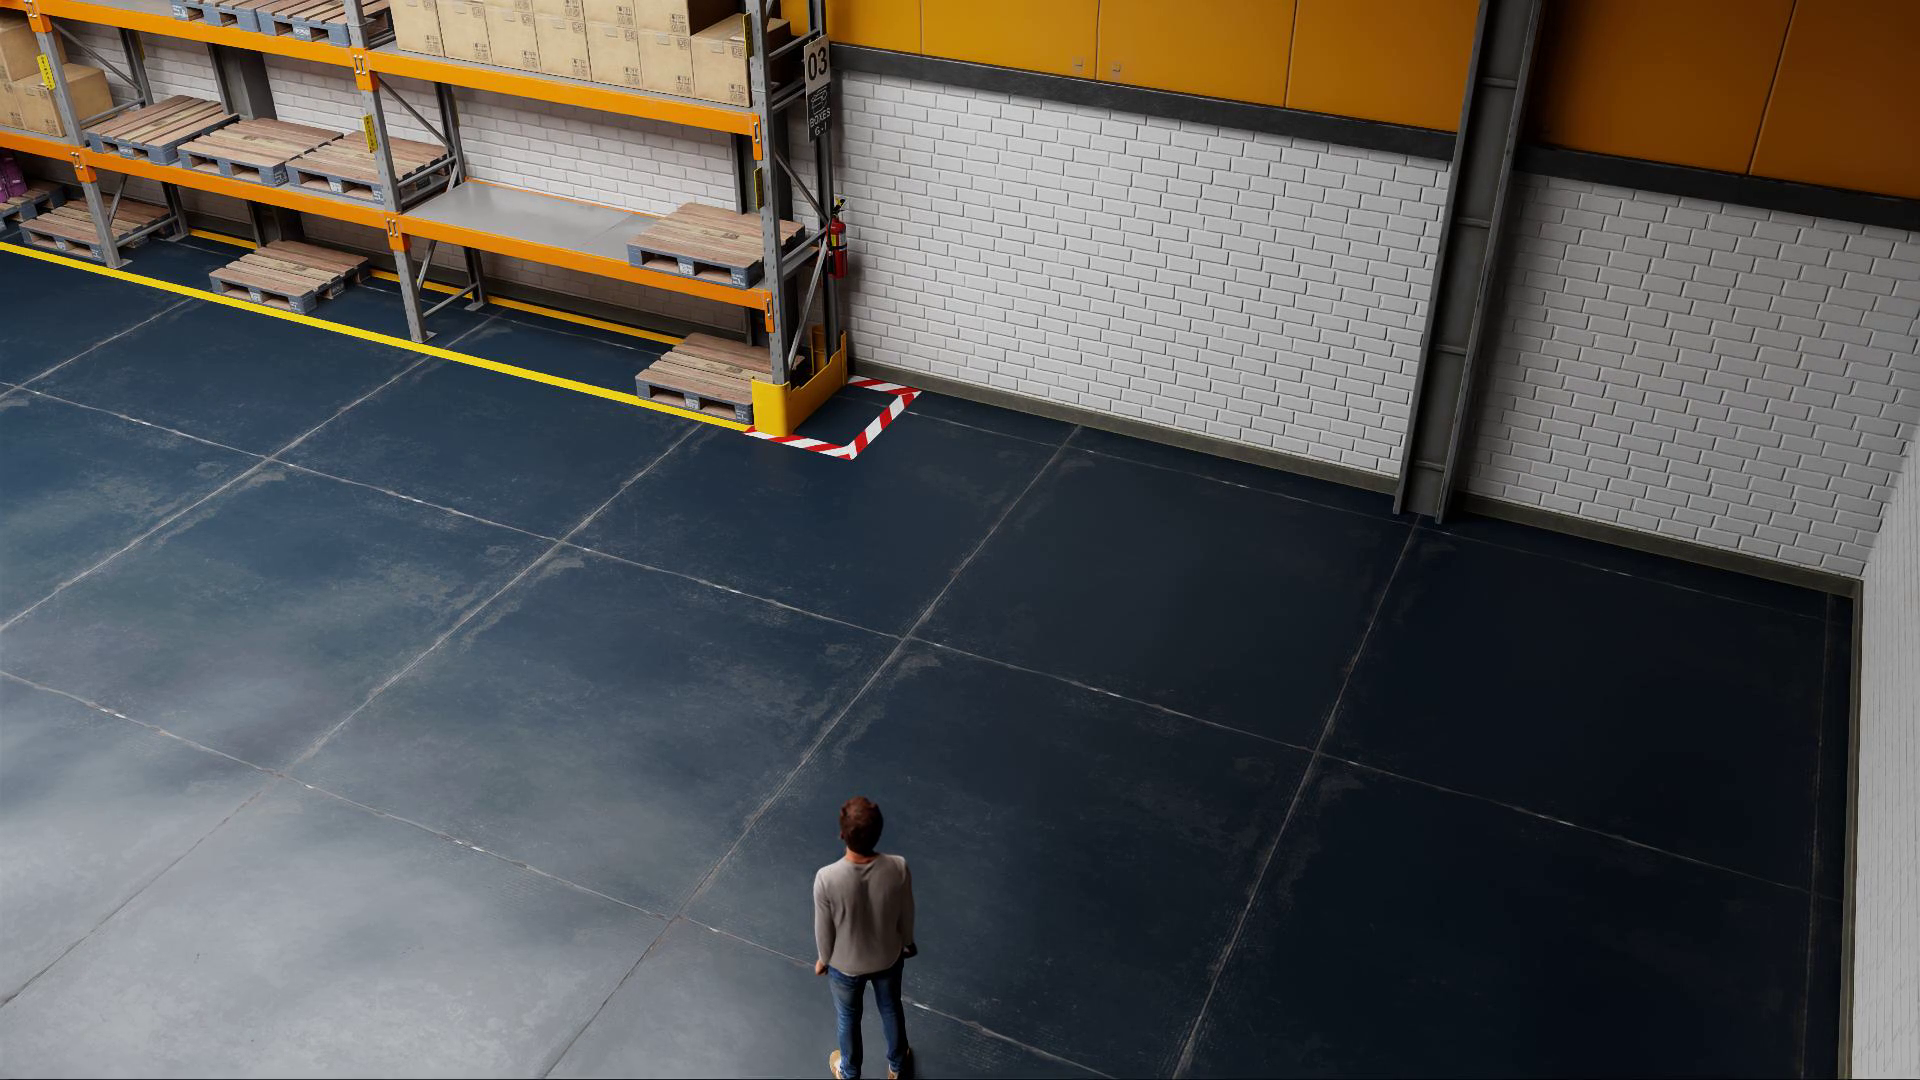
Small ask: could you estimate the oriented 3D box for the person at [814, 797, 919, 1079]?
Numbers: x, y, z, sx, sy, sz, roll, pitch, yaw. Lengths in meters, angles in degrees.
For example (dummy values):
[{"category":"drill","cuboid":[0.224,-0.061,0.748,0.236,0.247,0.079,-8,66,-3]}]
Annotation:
[{"category":"person","cuboid":[-0.464,2.033,8.225,0.737,1.904,0.818,-8,35,-12]}]
